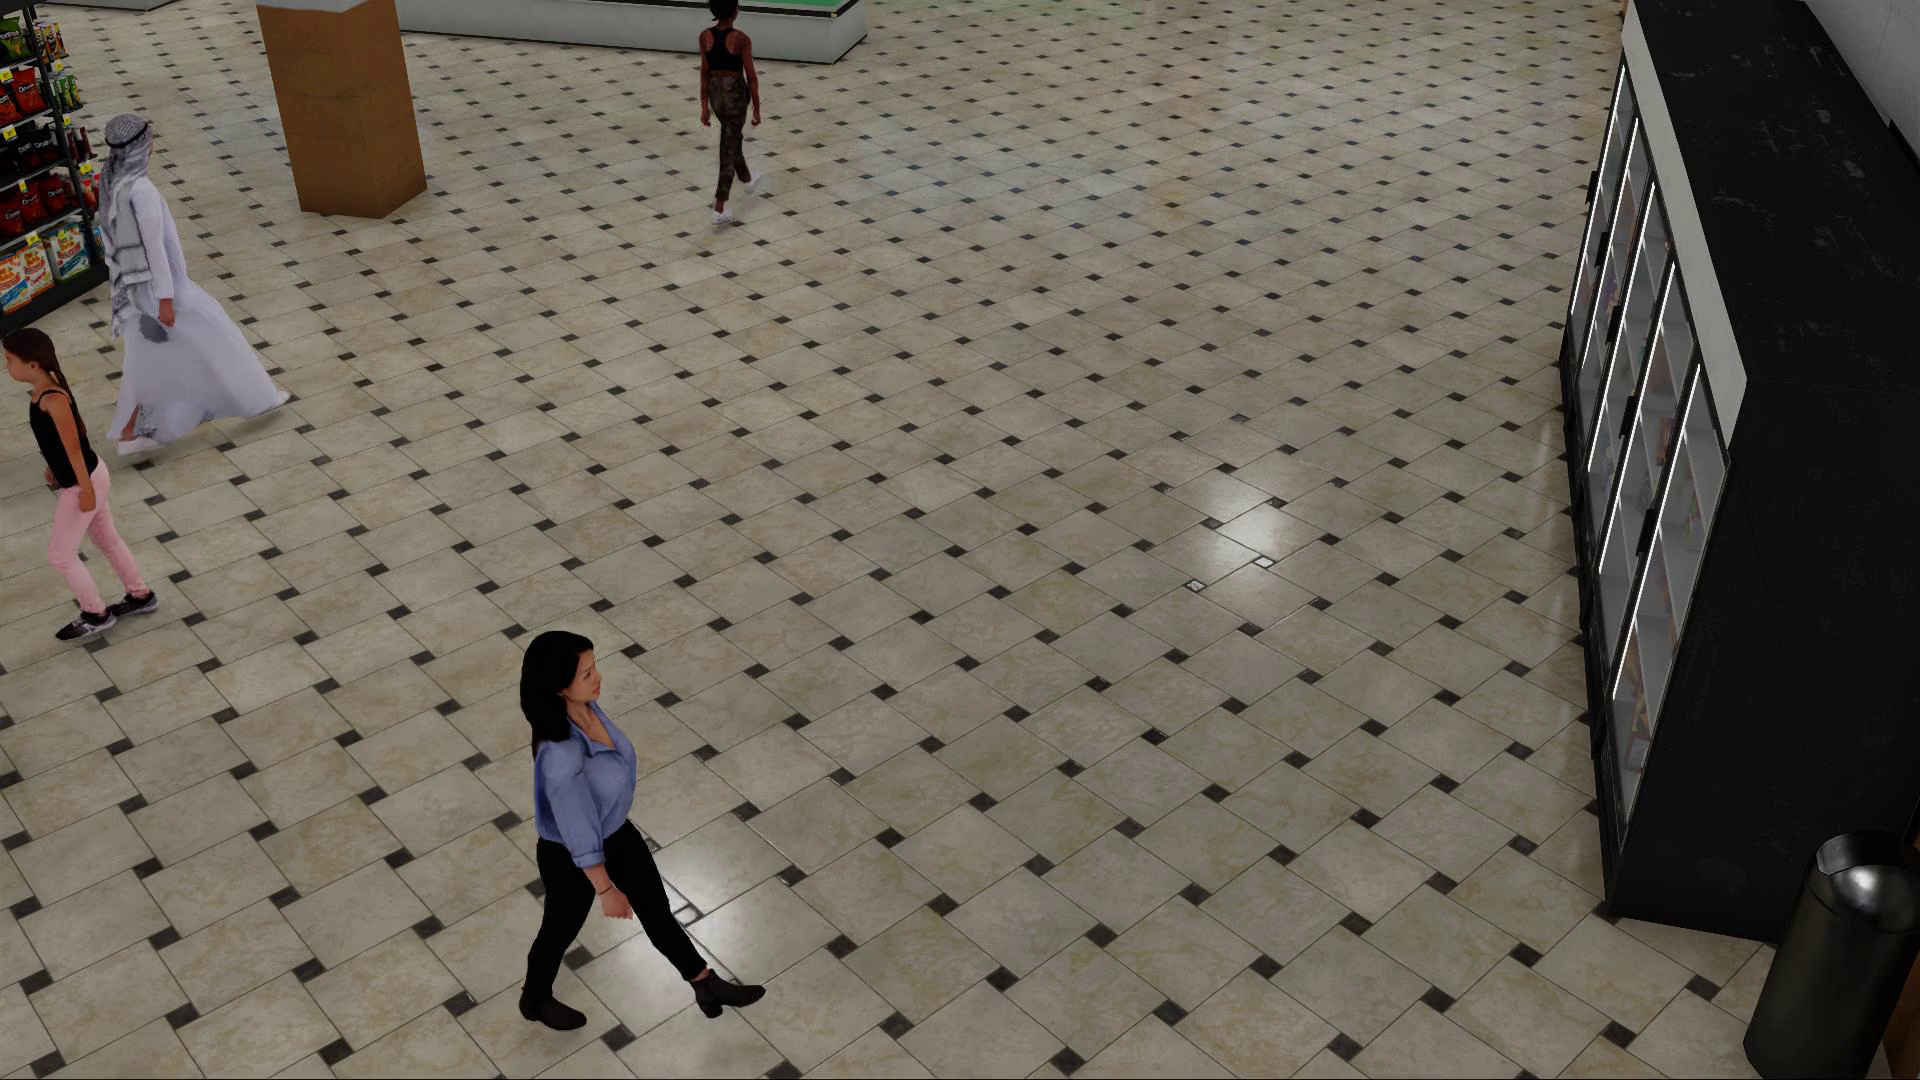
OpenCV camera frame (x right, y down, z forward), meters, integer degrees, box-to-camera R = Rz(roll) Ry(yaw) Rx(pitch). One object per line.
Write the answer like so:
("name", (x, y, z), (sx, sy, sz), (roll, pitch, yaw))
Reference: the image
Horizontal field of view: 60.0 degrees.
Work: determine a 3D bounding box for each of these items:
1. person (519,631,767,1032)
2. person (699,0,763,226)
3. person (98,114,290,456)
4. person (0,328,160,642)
("person", (-1.323, 1.043, 5.474), (1.172, 1.700, 0.842), (0, 32, 1))
("person", (-1.727, -3.144, 12.261), (1.149, 1.639, 0.681), (10, 33, 16))
("person", (-4.493, -1.329, 9.127), (1.315, 1.869, 1.089), (23, 39, 32))
("person", (-4.024, -0.277, 7.741), (0.808, 1.546, 0.747), (-16, 35, -24))
